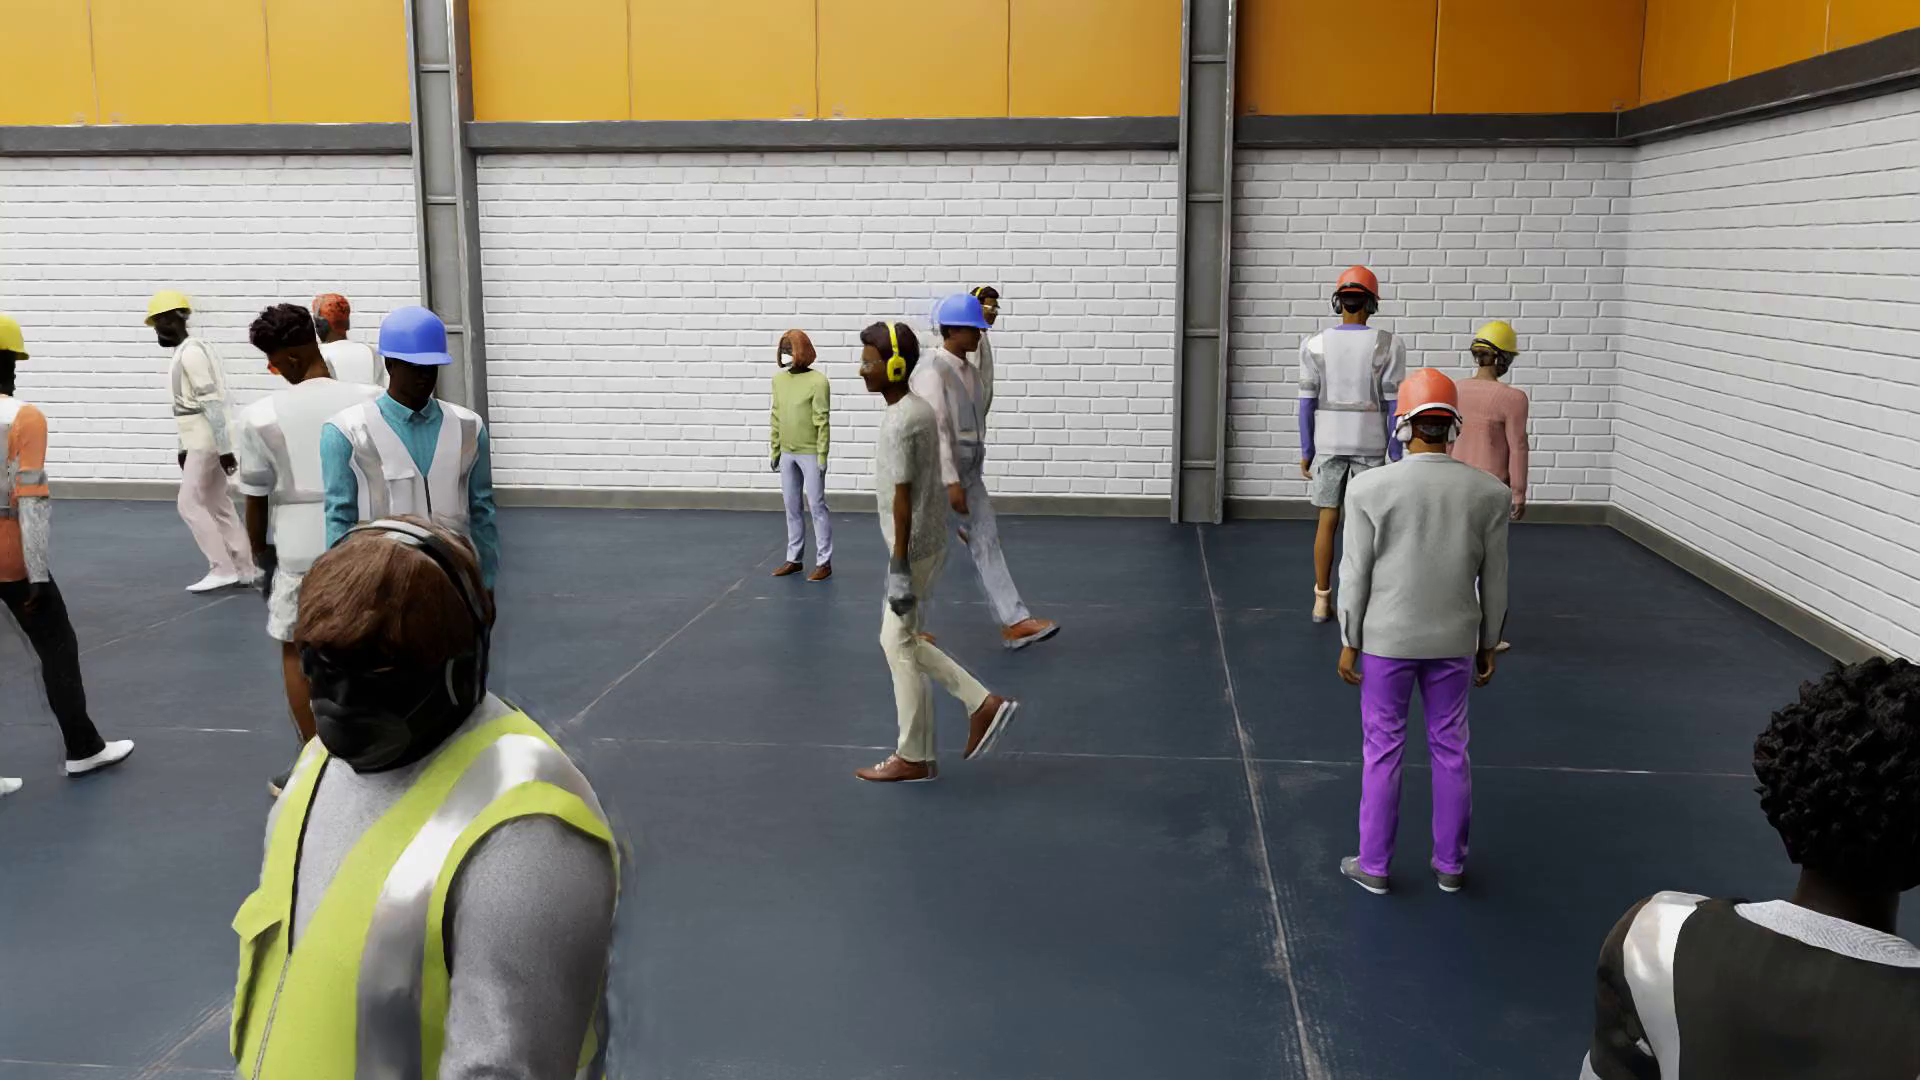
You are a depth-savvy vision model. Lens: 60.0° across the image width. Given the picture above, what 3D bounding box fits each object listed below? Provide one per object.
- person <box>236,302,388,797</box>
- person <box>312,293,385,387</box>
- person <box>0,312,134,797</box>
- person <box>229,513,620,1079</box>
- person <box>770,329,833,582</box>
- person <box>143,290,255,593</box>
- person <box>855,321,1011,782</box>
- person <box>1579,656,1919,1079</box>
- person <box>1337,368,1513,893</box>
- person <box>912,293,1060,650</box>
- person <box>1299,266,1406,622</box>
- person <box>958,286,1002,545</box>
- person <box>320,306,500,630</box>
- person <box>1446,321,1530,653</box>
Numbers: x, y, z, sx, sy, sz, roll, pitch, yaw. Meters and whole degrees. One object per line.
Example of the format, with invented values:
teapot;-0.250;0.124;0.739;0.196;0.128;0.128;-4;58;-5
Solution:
person;-2.387;0.052;6.438;0.719;1.937;0.374;-3;10;-17
person;-3.574;-0.487;9.664;0.345;1.879;0.578;7;12;33
person;-3.700;0.051;6.531;0.590;1.890;0.827;2;10;10
person;-0.692;0.869;2.067;0.499;1.820;0.659;-10;14;-44
person;-1.029;-0.546;10.736;0.497;1.626;0.288;8;13;38
person;-4.692;-0.605;10.323;0.600;1.879;0.601;-4;11;-23
person;-0.131;0.064;6.587;0.528;1.854;0.538;1;10;4
person;0.951;0.964;1.876;0.317;1.695;0.540;-8;13;-38
person;1.515;0.304;5.519;0.566;1.743;0.353;-1;10;-5
person;0.020;-0.336;8.747;0.992;1.893;0.608;6;11;30
person;2.224;-0.528;9.452;0.606;2.037;0.382;4;11;23
person;0.137;-0.895;12.046;0.330;1.866;0.512;0;10;-1
person;-1.879;0.165;5.765;0.605;1.940;0.415;-8;13;-39
person;2.771;-0.275;8.815;0.342;1.755;0.532;-8;13;-39
